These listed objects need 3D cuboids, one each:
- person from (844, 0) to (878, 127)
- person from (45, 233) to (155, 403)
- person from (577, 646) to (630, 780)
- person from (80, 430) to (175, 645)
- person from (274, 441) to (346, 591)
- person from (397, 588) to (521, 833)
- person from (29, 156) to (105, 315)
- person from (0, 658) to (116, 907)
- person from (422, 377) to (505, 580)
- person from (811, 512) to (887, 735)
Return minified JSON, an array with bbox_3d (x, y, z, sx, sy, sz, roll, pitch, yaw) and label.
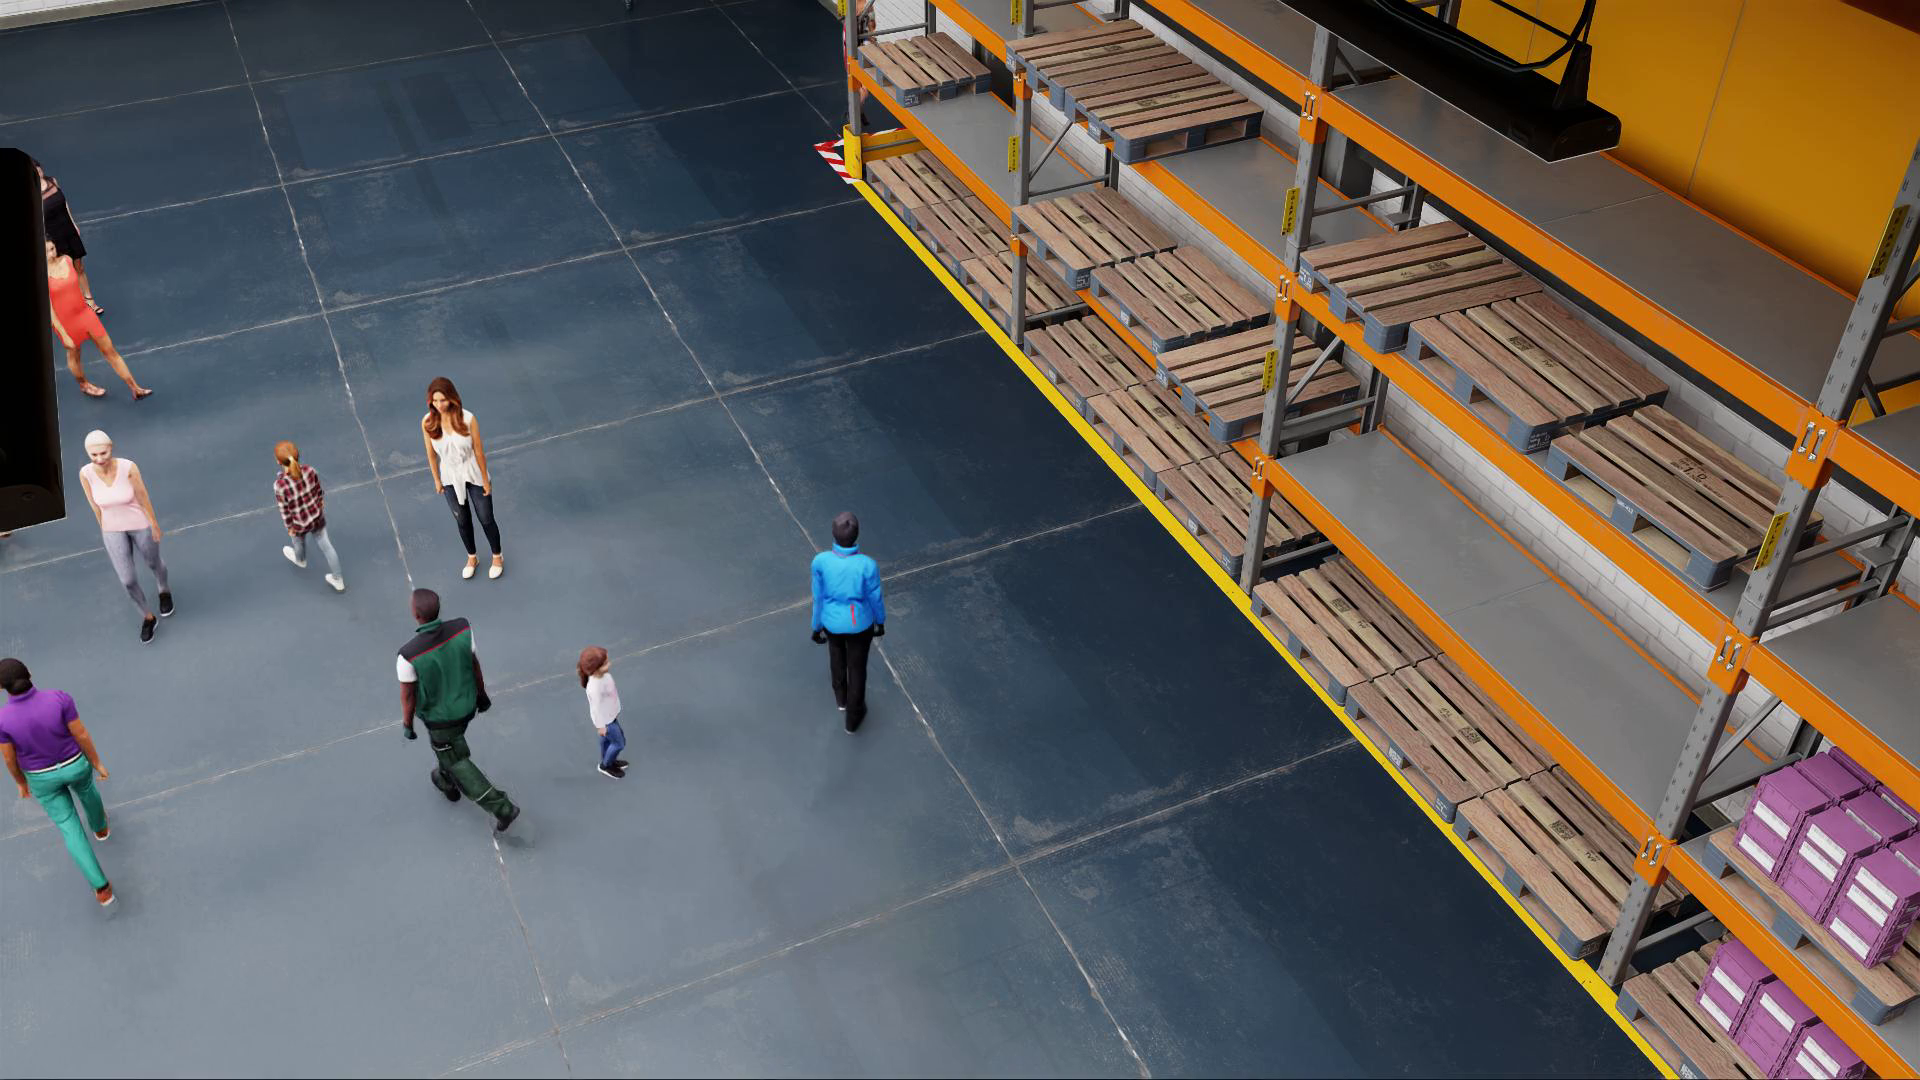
[{"bbox_3d":[-1.186,-5.468,18.757,0.815,1.811,0.843,24,44,27],"label":"person"},{"bbox_3d":[-7.744,-1.905,14.401,1.132,1.679,1.031,14,41,17],"label":"person"},{"bbox_3d":[-2.413,1.138,11.050,0.590,1.105,0.512,0,39,0],"label":"person"},{"bbox_3d":[-6.076,-0.137,12.166,0.615,1.705,0.850,-12,40,-14],"label":"person"},{"bbox_3d":[-4.895,-0.154,12.534,0.965,1.271,0.771,28,47,31],"label":"person"},{"bbox_3d":[-3.189,1.111,10.519,1.268,1.810,1.059,27,46,30],"label":"person"},{"bbox_3d":[-8.443,-2.801,15.500,0.800,1.708,0.747,15,41,17],"label":"person"},{"bbox_3d":[-5.466,1.484,10.123,0.806,1.721,1.235,-24,45,-27],"label":"person"},{"bbox_3d":[-3.725,-0.474,12.525,0.640,1.784,0.633,-2,39,-3],"label":"person"},{"bbox_3d":[-0.779,0.619,11.158,0.803,1.781,0.853,5,39,7],"label":"person"}]
